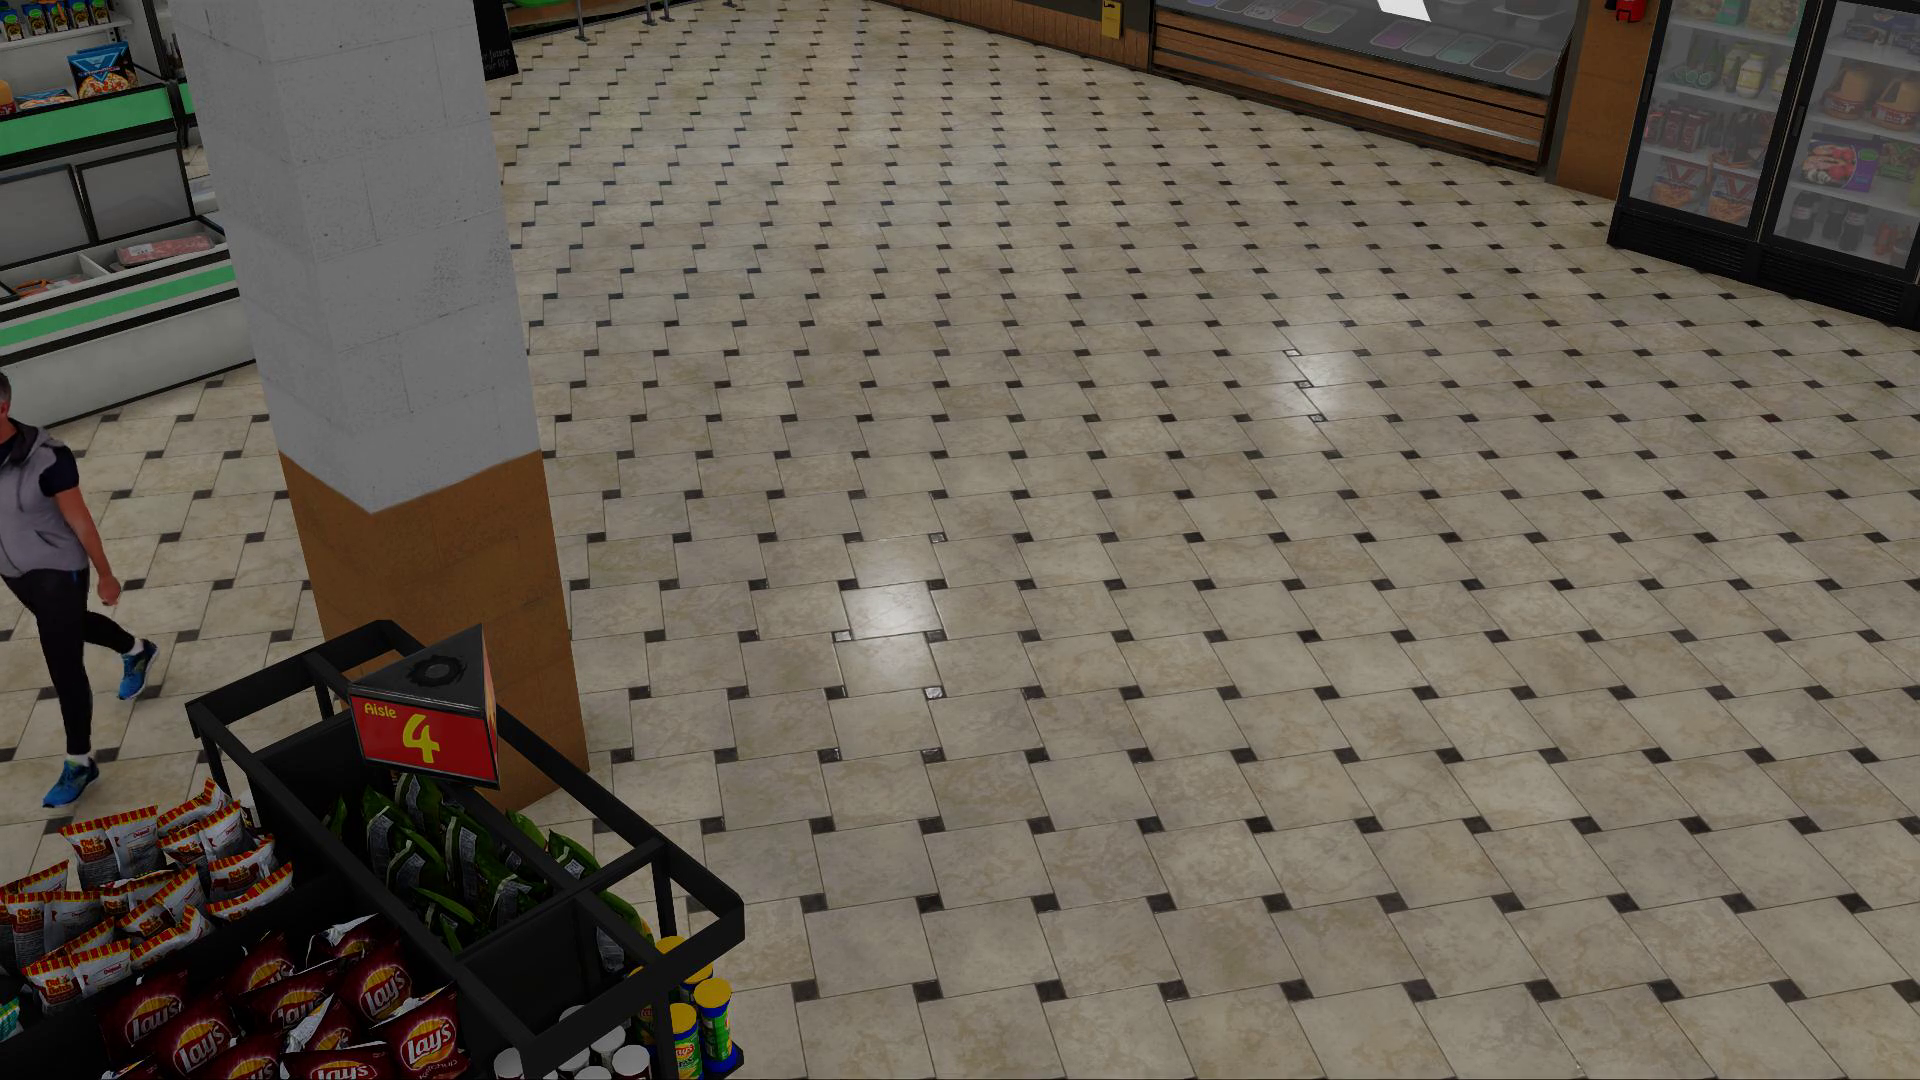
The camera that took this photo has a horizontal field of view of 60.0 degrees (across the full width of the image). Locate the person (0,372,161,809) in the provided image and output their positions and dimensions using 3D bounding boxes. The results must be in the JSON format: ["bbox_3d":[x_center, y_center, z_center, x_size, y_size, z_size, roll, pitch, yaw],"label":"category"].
[{"bbox_3d":[-3.650,0.089,6.755,1.165,1.786,1.331,6,32,9],"label":"person"}]
